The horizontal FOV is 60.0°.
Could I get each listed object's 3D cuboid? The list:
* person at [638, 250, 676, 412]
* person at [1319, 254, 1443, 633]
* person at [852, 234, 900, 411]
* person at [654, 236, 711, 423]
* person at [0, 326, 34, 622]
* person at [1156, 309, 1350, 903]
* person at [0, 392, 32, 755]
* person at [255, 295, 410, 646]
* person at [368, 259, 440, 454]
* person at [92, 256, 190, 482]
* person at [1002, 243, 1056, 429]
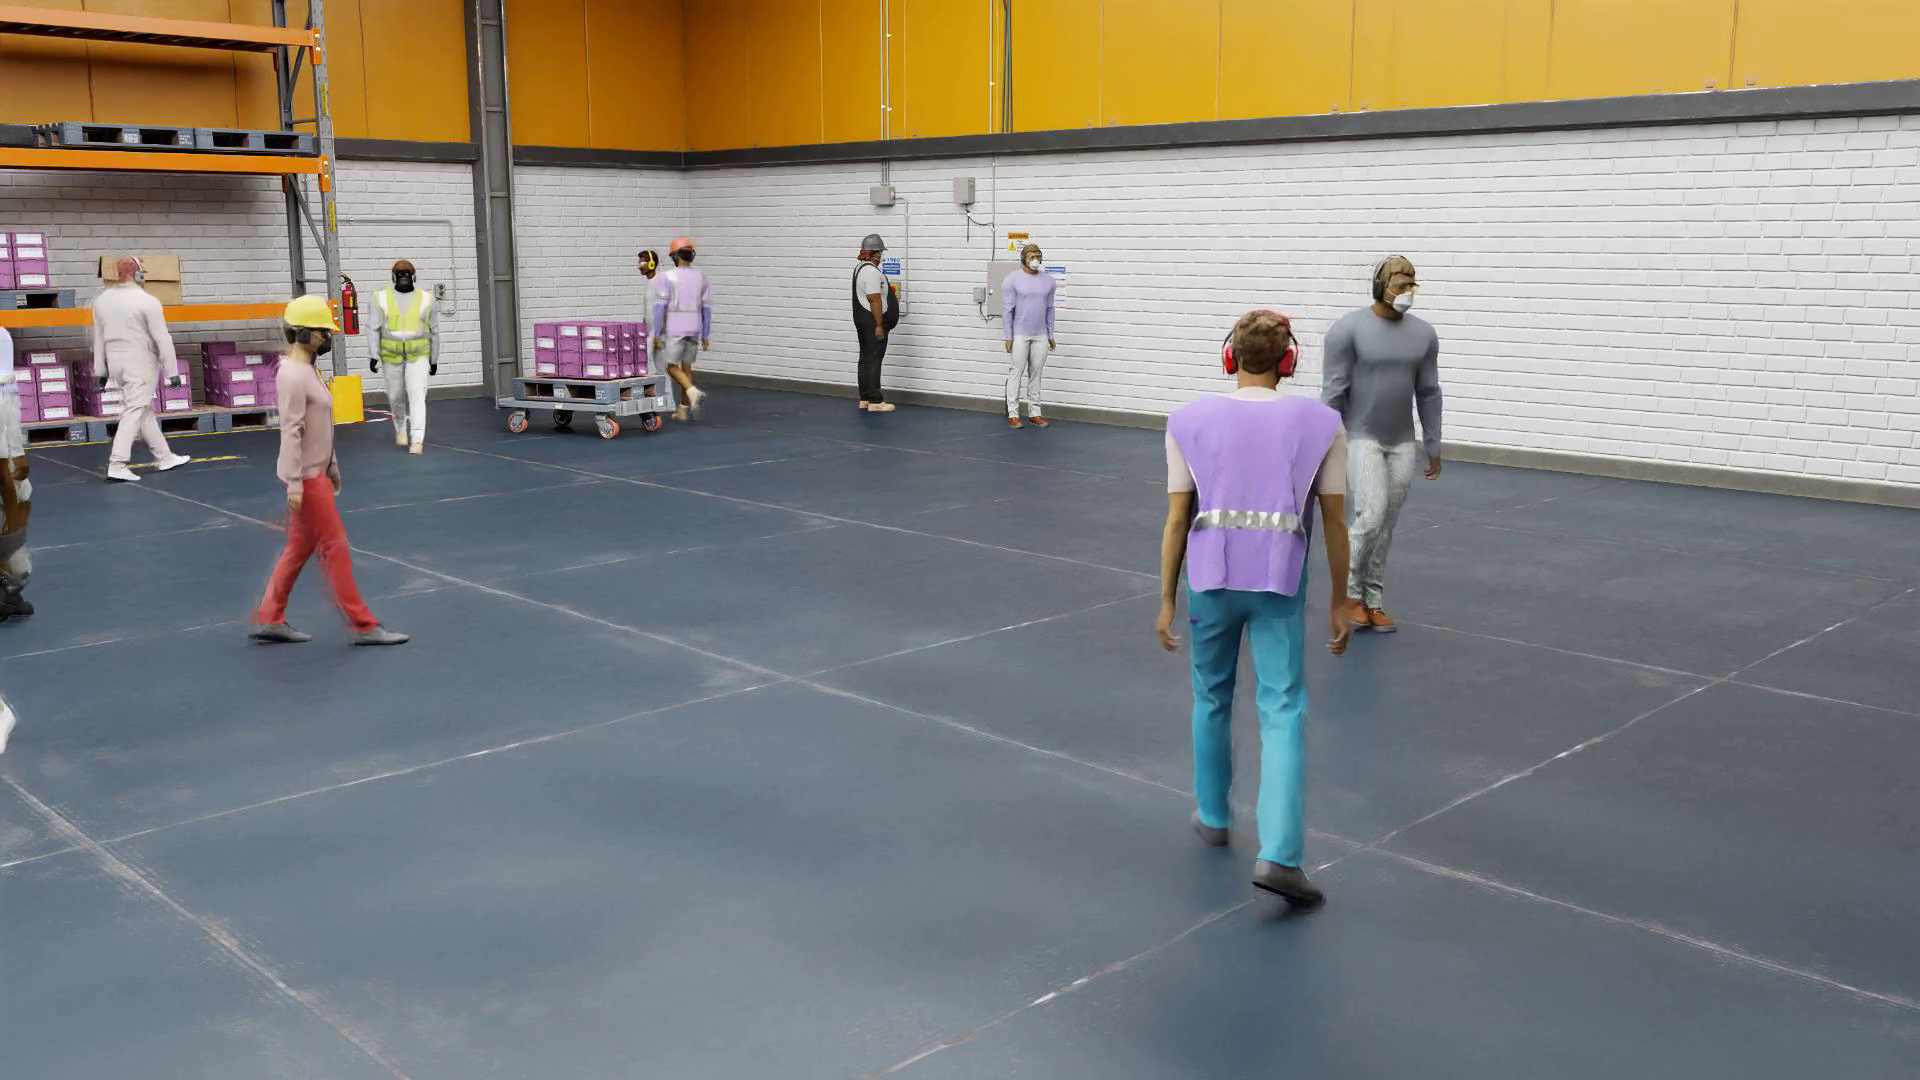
[{"bbox_3d":[-3.569,-2.356,18.932,0.698,1.837,0.566,-4,11,-23],"label":"person"},{"bbox_3d":[2.144,-0.469,8.412,0.666,1.922,0.449,-4,11,-21],"label":"person"},{"bbox_3d":[-0.971,-2.522,19.295,0.537,2.000,0.683,-4,11,-19],"label":"person"},{"bbox_3d":[-2.908,-2.226,17.783,0.669,2.007,0.765,-8,13,-38],"label":"person"},{"bbox_3d":[-5.081,-0.504,8.601,0.569,1.924,0.496,-1,10,-4],"label":"person"},{"bbox_3d":[0.920,0.190,5.202,0.606,1.797,0.849,1,10,7],"label":"person"},{"bbox_3d":[-3.748,0.007,6.110,0.527,1.827,0.997,-2,11,-8],"label":"person"},{"bbox_3d":[-3.158,-0.328,8.164,0.746,1.733,0.544,-2,11,-13],"label":"person"},{"bbox_3d":[-5.229,-1.740,15.688,0.634,1.814,0.885,-3,11,-15],"label":"person"},{"bbox_3d":[-6.855,-1.433,13.884,0.670,1.852,1.017,4,11,21],"label":"person"},{"bbox_3d":[0.736,-2.148,17.533,0.629,1.940,0.379,-5,12,-25],"label":"person"}]
